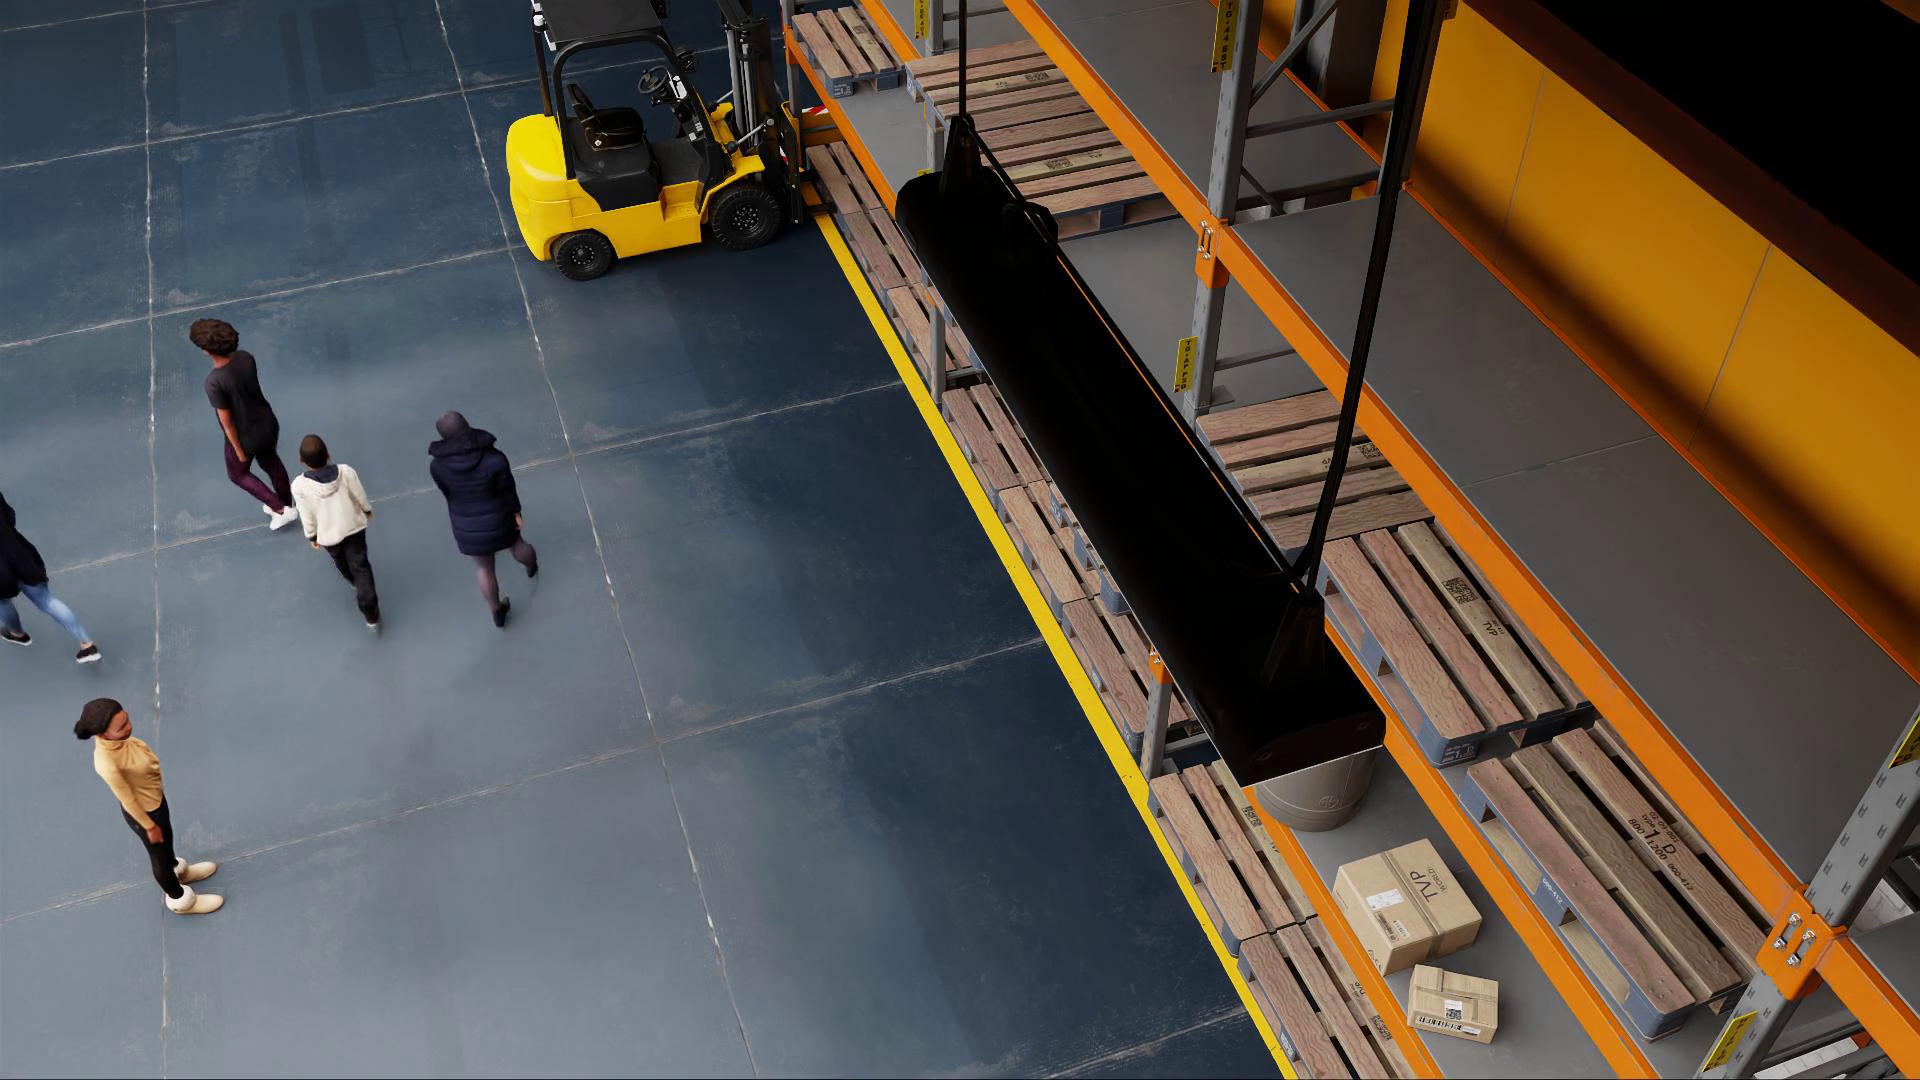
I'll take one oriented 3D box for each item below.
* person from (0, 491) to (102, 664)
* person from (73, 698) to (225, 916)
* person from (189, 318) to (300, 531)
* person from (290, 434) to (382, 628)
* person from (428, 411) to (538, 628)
[{"bbox_3d":[-6.029,0.189,10.625,1.156,1.647,1.091,18,47,18],"label":"person"},{"bbox_3d":[-4.549,1.479,9.263,0.658,1.658,0.481,-16,46,-16],"label":"person"},{"bbox_3d":[-4.891,-0.780,11.552,0.829,1.772,0.765,14,45,14],"label":"person"},{"bbox_3d":[-4.099,-0.033,11.018,0.579,1.426,0.941,-13,45,-14],"label":"person"},{"bbox_3d":[-3.161,-0.090,10.930,0.814,1.631,1.000,-3,44,-3],"label":"person"}]
